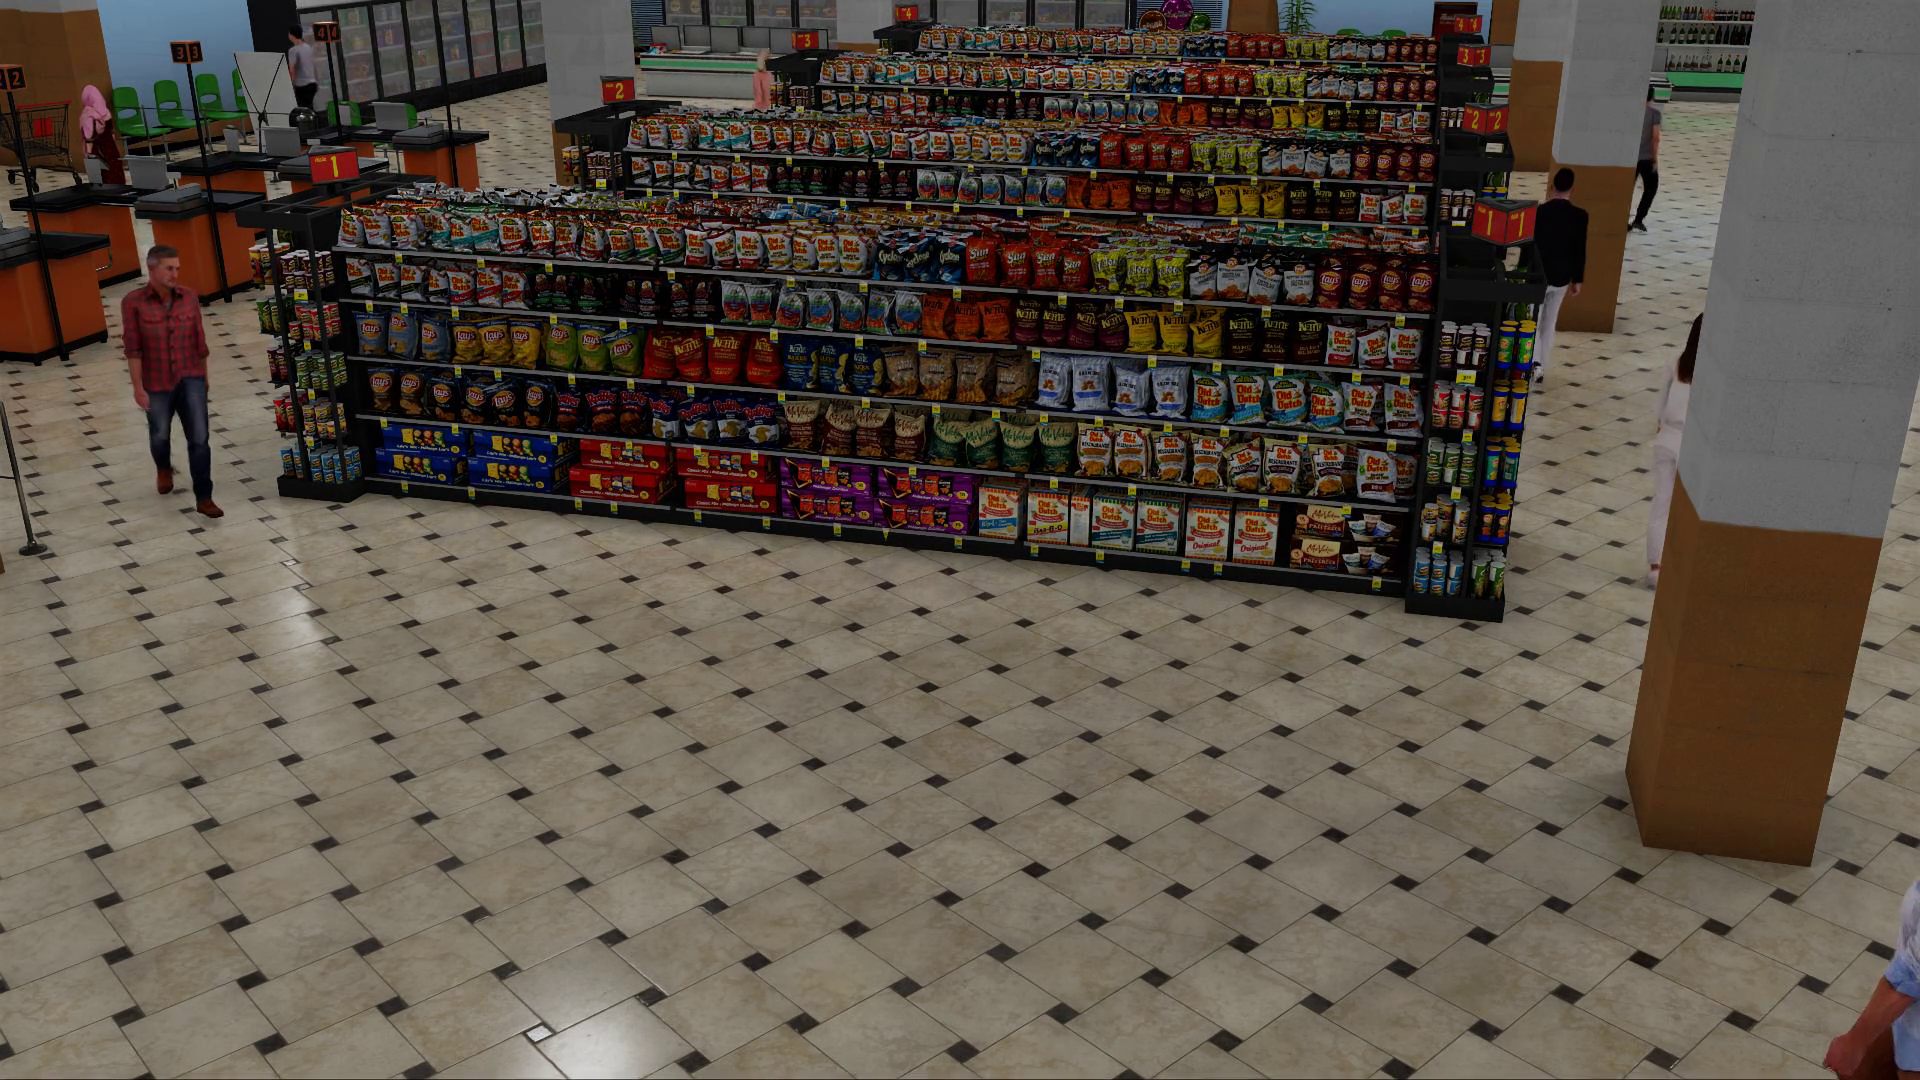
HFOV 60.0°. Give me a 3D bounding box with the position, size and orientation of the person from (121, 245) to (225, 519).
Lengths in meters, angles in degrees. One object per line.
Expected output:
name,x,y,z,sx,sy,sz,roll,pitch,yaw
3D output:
person,-5.315,-1.071,11.154,1.202,1.774,1.318,-14,26,-30

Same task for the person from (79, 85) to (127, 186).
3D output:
person,-10.654,-4.822,20.672,0.579,1.639,0.654,6,23,16

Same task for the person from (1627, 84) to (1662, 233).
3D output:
person,8.041,-4.516,19.764,0.823,1.748,0.716,-20,29,-40

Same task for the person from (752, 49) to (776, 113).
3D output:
person,-2.873,-6.161,23.918,0.894,1.702,0.722,12,25,27

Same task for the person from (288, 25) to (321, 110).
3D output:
person,-10.167,-7.077,25.989,0.679,1.858,0.714,7,23,16

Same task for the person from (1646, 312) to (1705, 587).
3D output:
person,4.301,-0.513,9.915,1.012,1.662,0.971,20,29,40

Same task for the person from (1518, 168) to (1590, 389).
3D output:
person,4.825,-2.101,13.659,0.939,1.817,0.739,5,23,13
